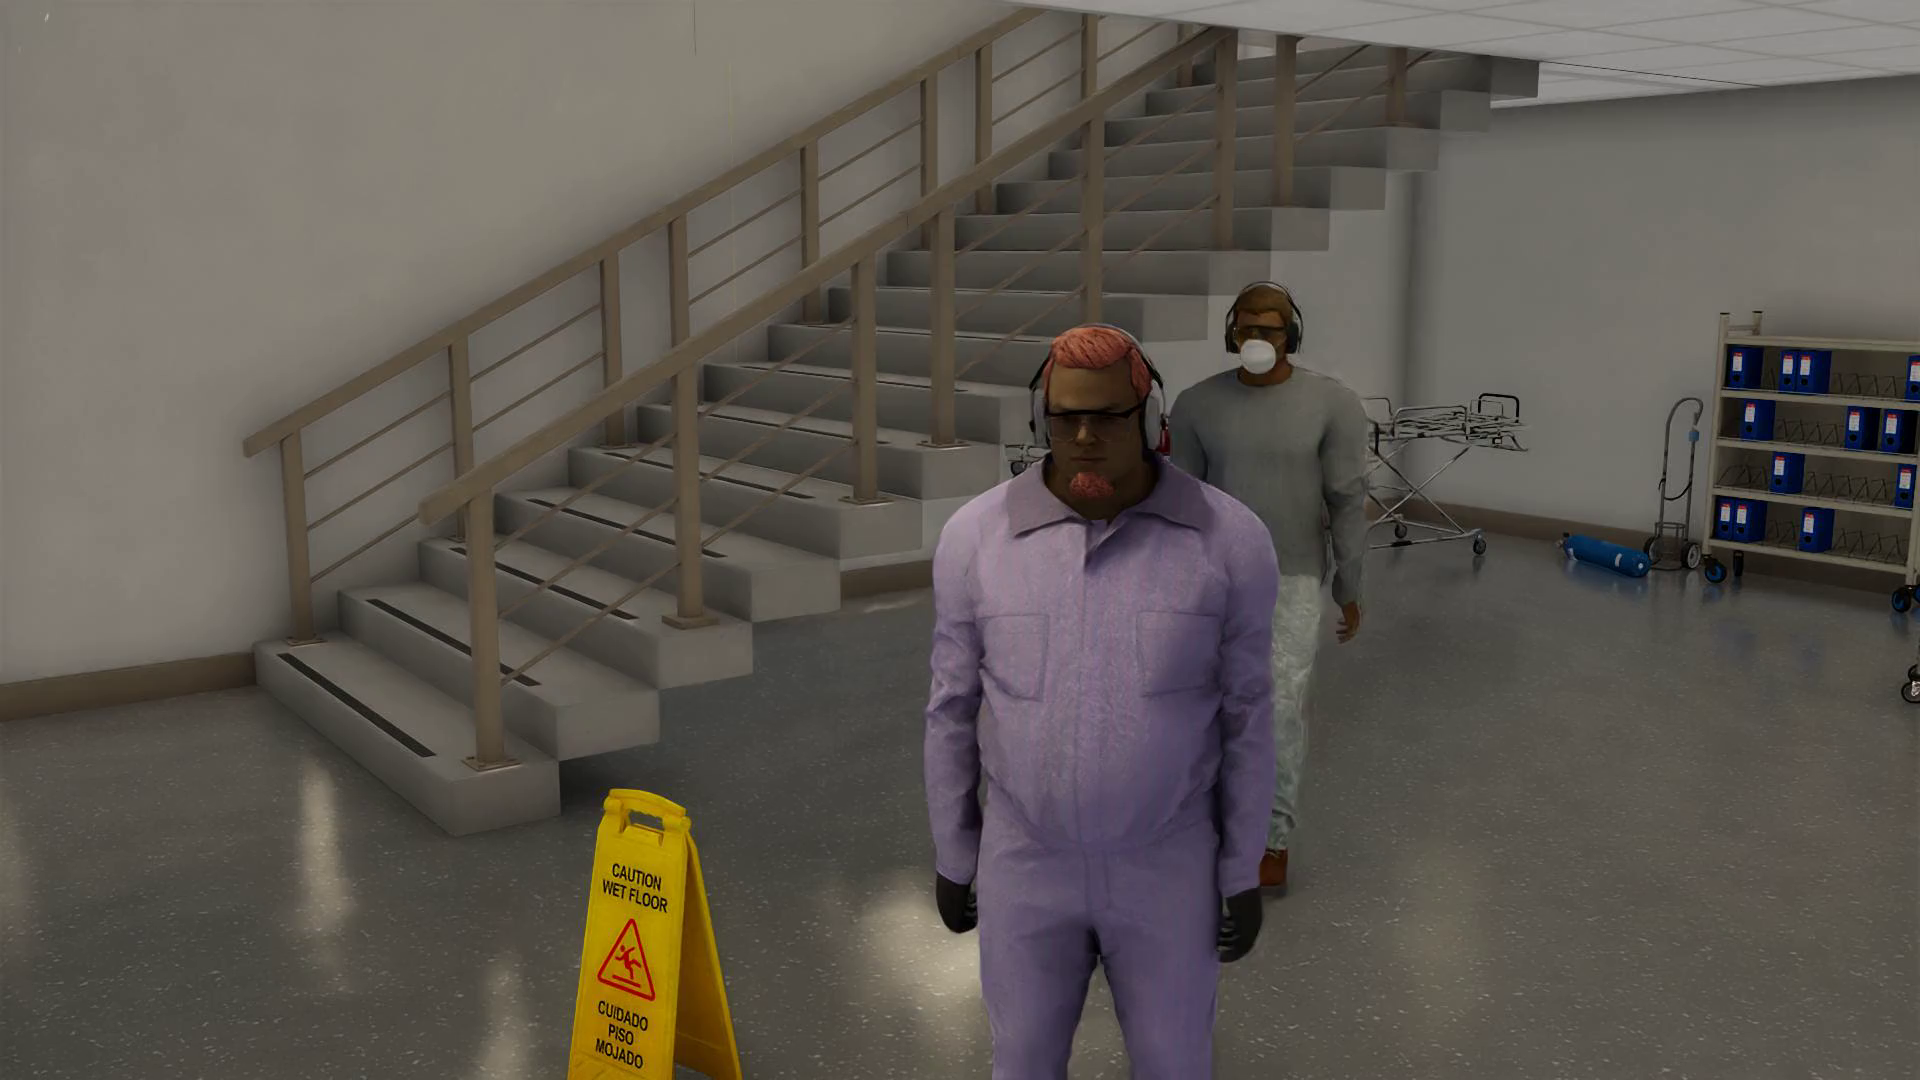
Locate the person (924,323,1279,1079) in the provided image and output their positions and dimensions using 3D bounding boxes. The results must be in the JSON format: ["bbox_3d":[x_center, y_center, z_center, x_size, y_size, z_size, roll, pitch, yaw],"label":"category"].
[{"bbox_3d":[0.242,0.564,3.008,0.636,1.900,0.403,1,10,8],"label":"person"}]

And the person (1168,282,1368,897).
[{"bbox_3d":[0.911,0.161,5.246,0.655,1.921,0.667,5,11,26],"label":"person"}]
